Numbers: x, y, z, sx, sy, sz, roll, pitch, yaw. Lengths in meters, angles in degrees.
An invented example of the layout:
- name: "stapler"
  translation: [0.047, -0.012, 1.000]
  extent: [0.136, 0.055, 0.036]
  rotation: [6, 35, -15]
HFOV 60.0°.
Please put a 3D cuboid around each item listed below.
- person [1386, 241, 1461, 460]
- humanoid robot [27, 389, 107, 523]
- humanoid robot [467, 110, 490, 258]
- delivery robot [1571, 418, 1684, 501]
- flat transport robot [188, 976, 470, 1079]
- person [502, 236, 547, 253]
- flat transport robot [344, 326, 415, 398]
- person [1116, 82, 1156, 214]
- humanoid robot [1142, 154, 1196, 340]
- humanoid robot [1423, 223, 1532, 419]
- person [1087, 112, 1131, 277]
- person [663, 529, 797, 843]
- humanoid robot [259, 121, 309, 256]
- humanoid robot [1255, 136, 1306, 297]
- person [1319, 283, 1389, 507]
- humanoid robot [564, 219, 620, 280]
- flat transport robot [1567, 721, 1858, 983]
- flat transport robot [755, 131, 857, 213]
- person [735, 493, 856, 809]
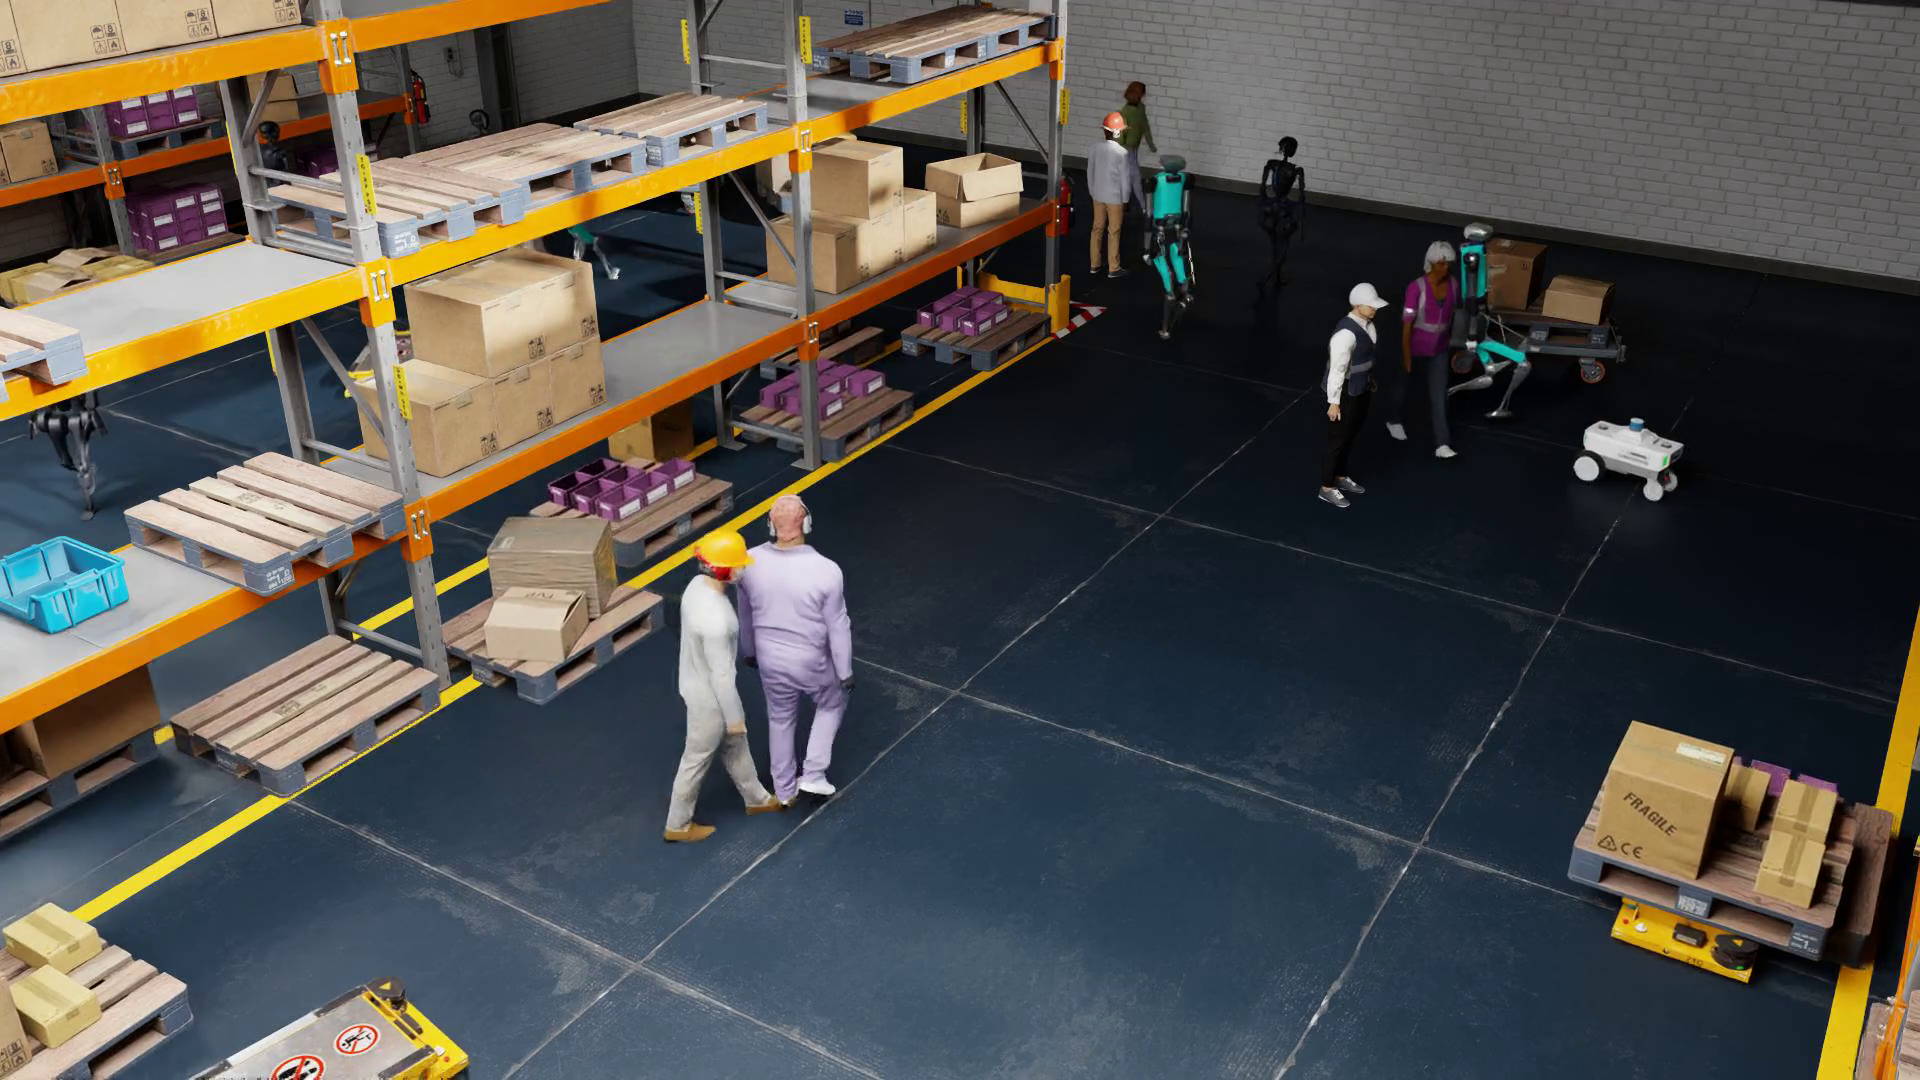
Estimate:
- name: "person"
  translation: [3.833, -1.557, 13.577]
  extent: [0.533, 1.797, 0.998]
  rotation: [-5, 27, -9]
- name: "humanoid robot"
  translation: [-6.781, -1.007, 12.650]
  extent: [0.584, 1.640, 0.635]
  rotation: [-3, 27, -5]
- name: "humanoid robot"
  translation: [-5.231, -3.935, 18.425]
  extent: [0.705, 1.637, 0.593]
  rotation: [-6, 27, -11]
- name: "delivery robot"
  translation: [5.329, -0.681, 13.211]
  extent: [0.767, 0.583, 0.499]
  rotation: [24, 35, 39]
- name: "flat transport robot"
  translation: [-2.968, 2.477, 7.317]
  extent: [0.659, 0.231, 1.431]
  rotation: [23, 35, 37]
- name: "person"
  translation: [-4.138, -2.583, 15.503]
  extent: [0.889, 1.881, 0.671]
  rotation: [12, 29, 22]
- name: "flat transport robot"
  translation: [-5.219, -1.662, 15.474]
  extent: [0.659, 0.231, 1.431]
  rotation: [-2, 27, -4]
- name: "person"
  translation: [2.131, -4.687, 19.963]
  extent: [0.843, 1.593, 0.513]
  rotation: [15, 30, 27]
- name: "humanoid robot"
  translation: [2.095, -2.761, 16.056]
  extent: [0.558, 1.803, 0.723]
  rotation: [-12, 29, -22]
- name: "humanoid robot"
  translation: [4.540, -1.810, 14.159]
  extent: [1.055, 1.726, 0.537]
  rotation: [10, 28, 18]
- name: "person"
  translation: [1.614, -3.706, 17.859]
  extent: [0.560, 1.752, 0.325]
  rotation: [24, 35, 38]
- name: "person"
  translation: [-1.313, 0.781, 8.942]
  extent: [0.780, 1.862, 0.627]
  rotation: [-7, 28, -13]
- name: "humanoid robot"
  translation: [-7.322, -3.696, 17.931]
  extent: [0.590, 1.649, 0.496]
  rotation: [15, 31, 28]
- name: "humanoid robot"
  translation: [3.300, -3.385, 17.348]
  extent: [0.714, 1.633, 0.611]
  rotation: [-23, 35, -37]
- name: "person"
  translation: [3.009, -1.136, 12.788]
  extent: [0.437, 1.757, 0.774]
  rotation: [17, 32, 30]
- name: "humanoid robot"
  translation: [-4.022, -3.476, 17.516]
  extent: [0.556, 1.843, 0.901]
  rotation: [24, 35, 39]
- name: "flat transport robot"
  translation: [3.940, 1.748, 8.754]
  extent: [0.659, 0.231, 1.431]
  rotation: [16, 31, 28]
- name: "flat transport robot"
  translation: [-1.714, -4.018, 20.114]
  extent: [0.659, 0.231, 1.431]
  rotation: [-11, 29, -20]
- name: "person"
  translation: [-0.888, 0.635, 9.163]
  extent: [0.693, 1.877, 0.456]
  rotation: [10, 29, 19]
